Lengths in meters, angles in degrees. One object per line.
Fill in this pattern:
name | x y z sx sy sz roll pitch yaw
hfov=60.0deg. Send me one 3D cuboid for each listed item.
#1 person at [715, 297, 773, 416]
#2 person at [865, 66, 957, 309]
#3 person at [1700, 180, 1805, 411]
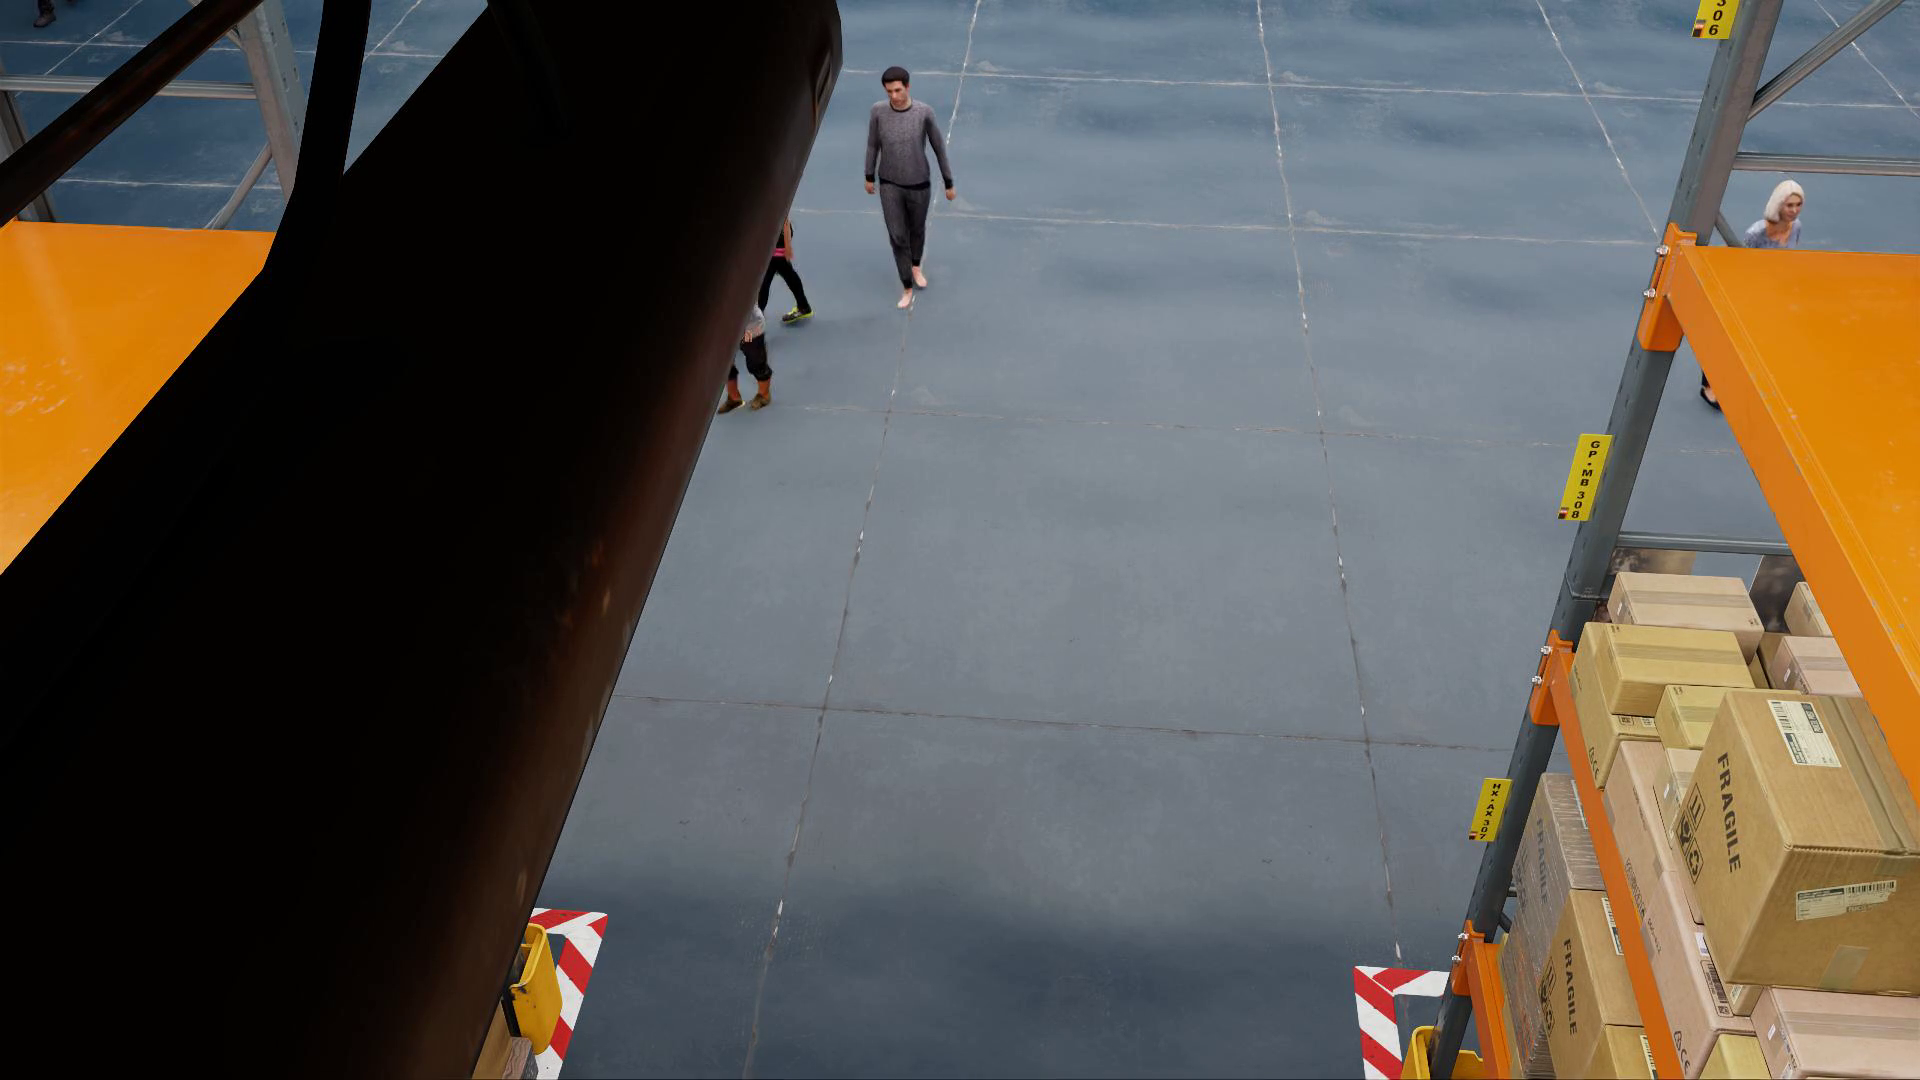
person | -1.429 -1.548 11.304 0.733 1.444 0.790 26 45 30
person | -0.419 -2.725 12.505 0.891 1.818 0.943 -3 38 -3
person | 5.316 -1.672 11.247 0.691 1.709 0.711 -10 39 -12
